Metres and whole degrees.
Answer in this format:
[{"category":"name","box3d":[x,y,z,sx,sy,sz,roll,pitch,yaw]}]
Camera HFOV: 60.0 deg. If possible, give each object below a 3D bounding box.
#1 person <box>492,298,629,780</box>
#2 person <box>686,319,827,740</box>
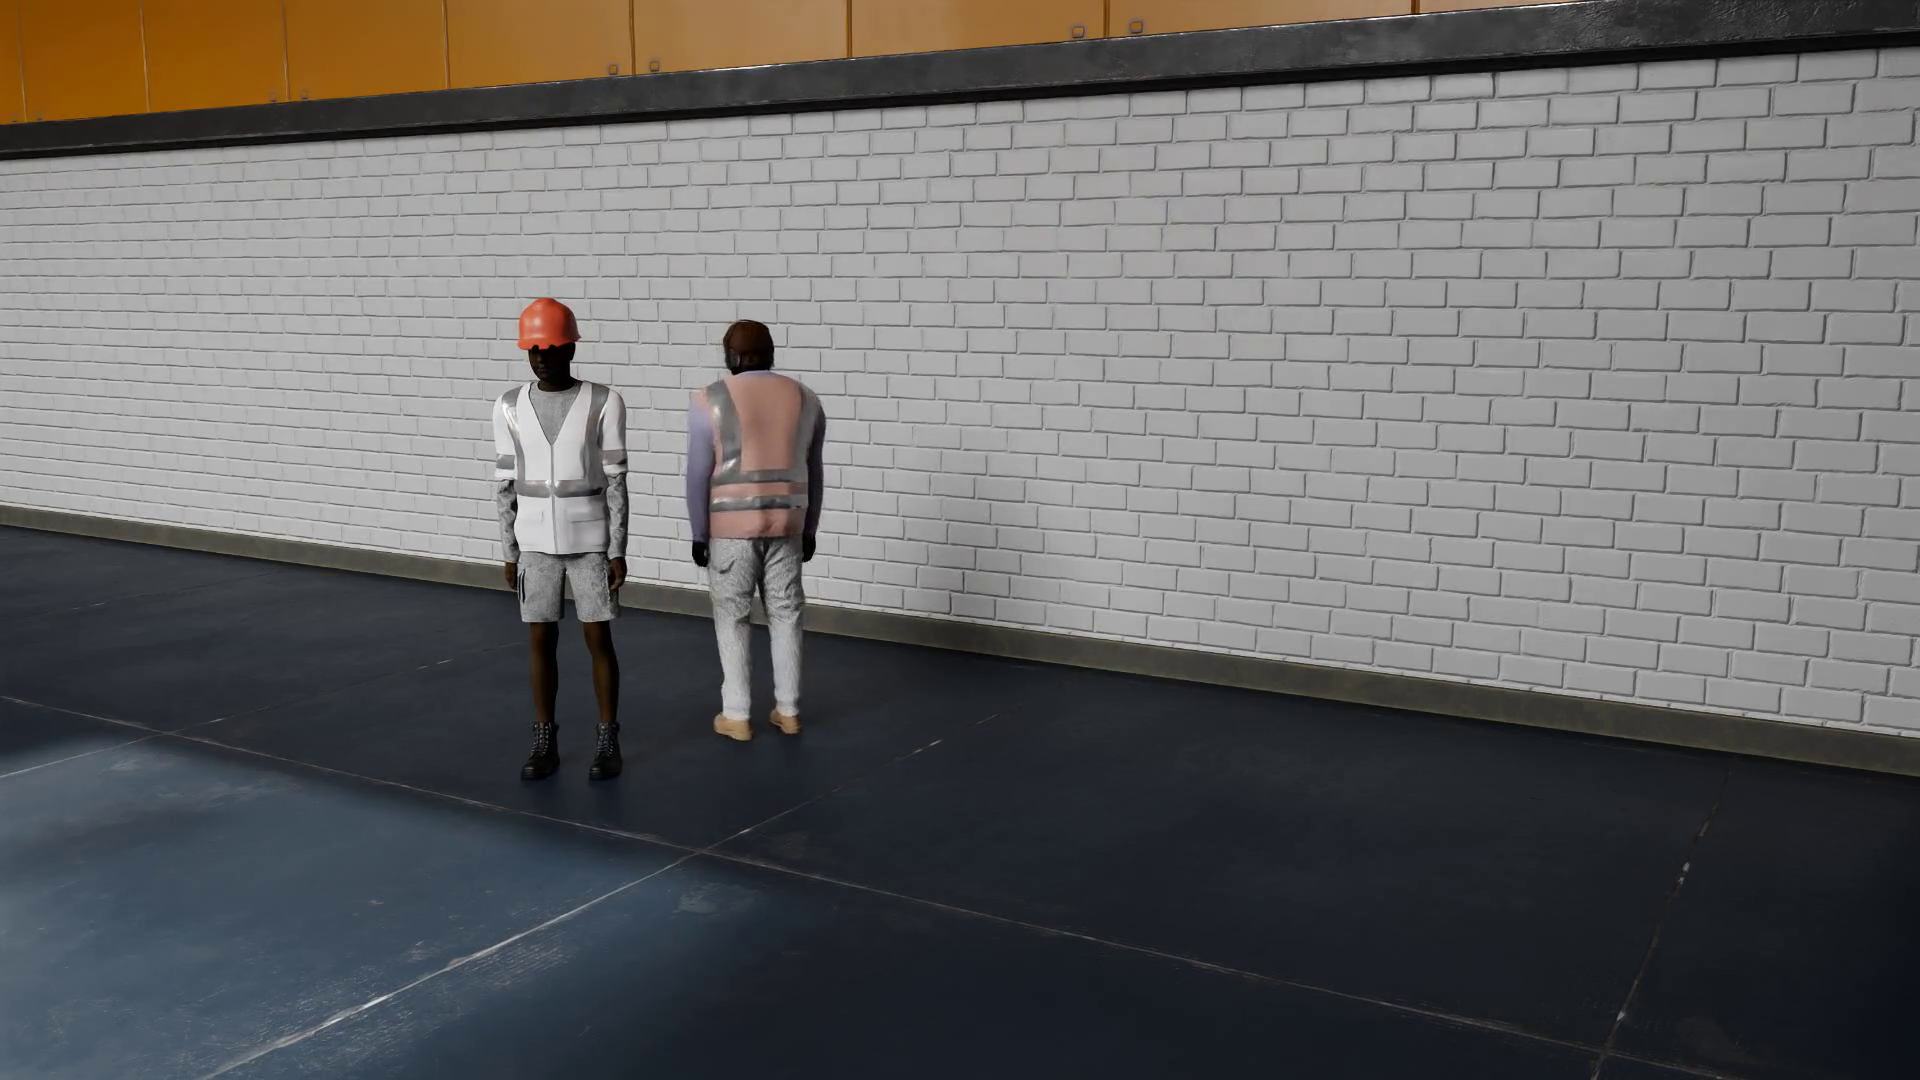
[{"category":"person","box3d":[-1.587,0.009,6.633,0.541,1.931,0.376,0,9,1]},{"category":"person","box3d":[-0.880,-0.041,7.270,0.633,1.827,0.432,-5,10,-28]}]
